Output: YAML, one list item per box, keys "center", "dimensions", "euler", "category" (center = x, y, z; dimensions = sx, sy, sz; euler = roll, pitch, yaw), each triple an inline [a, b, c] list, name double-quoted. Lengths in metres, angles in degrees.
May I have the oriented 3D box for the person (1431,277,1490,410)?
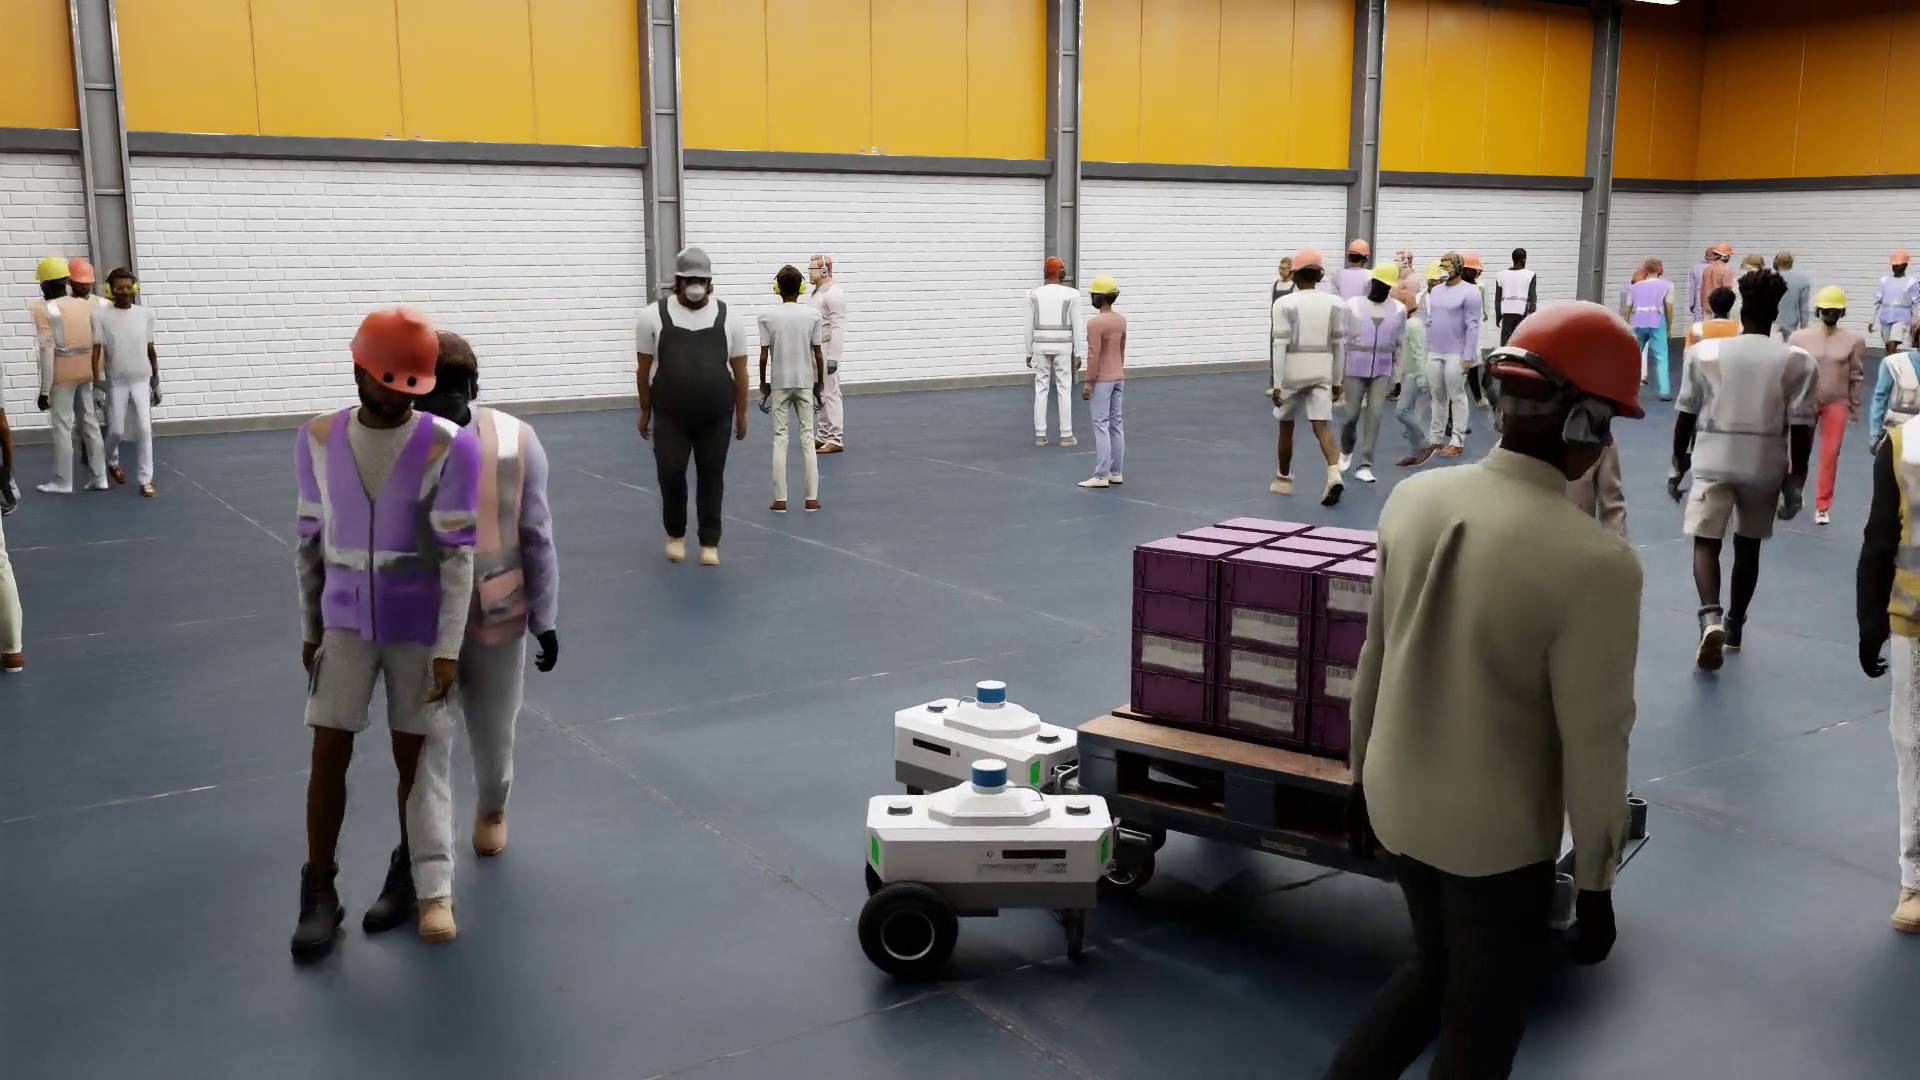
- center: [5.997, -2.358, 19.869]
  dimensions: [0.911, 1.643, 0.537]
  euler: [-7, 12, -34]
  category: "person"

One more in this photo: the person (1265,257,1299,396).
- center: [4.343, -2.825, 21.977]
  dimensions: [0.513, 1.823, 0.809]
  euler: [9, 14, 41]
  category: "person"

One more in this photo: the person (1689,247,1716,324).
- center: [12.787, -4.040, 28.398]
  dimensions: [0.639, 1.905, 0.407]
  euler: [9, 14, 42]
  category: "person"

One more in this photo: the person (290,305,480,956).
- center: [-1.675, 0.269, 4.834]
  dimensions: [0.578, 1.882, 0.649]
  euler: [0, 10, -1]
  category: "person"

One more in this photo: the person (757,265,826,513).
- center: [-1.273, -1.135, 12.575]
  dimensions: [0.520, 1.868, 0.326]
  euler: [-2, 10, -9]
  category: "person"

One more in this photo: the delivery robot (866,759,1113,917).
- center: [0.087, 0.884, 4.847]
  dimensions: [0.707, 0.478, 0.477]
  euler: [0, 10, 0]
  category: "delivery robot"

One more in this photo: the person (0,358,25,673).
- center: [-4.714, -0.269, 7.813]
  dimensions: [0.327, 1.874, 0.521]
  euler: [10, 14, 43]
  category: "person"

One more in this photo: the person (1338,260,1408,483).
- center: [3.501, -1.454, 14.279]
  dimensions: [0.604, 1.890, 0.637]
  euler: [0, 10, 1]
  category: "person"

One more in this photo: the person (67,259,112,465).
- center: [-7.817, -1.562, 14.891]
  dimensions: [0.539, 1.867, 1.067]
  euler: [-9, 14, -42]
  category: "person"

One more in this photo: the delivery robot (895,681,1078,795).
- center: [0.105, 0.727, 5.707]
  dimensions: [0.707, 0.478, 0.477]
  euler: [10, 14, 43]
  category: "delivery robot"

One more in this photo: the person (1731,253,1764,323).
- center: [9.079, -2.373, 19.311]
  dimensions: [0.713, 1.884, 0.712]
  euler: [-3, 11, -15]
  category: "person"

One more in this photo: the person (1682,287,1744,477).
- center: [6.361, -1.287, 13.977]
  dimensions: [0.545, 1.658, 0.858]
  euler: [5, 12, 27]
  category: "person"

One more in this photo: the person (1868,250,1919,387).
- center: [13.088, -3.096, 23.267]
  dimensions: [0.985, 1.900, 0.558]
  euler: [-9, 14, -40]
  category: "person"

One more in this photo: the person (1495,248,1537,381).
- center: [7.965, -3.218, 23.866]
  dimensions: [0.587, 1.914, 0.391]
  euler: [8, 13, 36]
  category: "person"

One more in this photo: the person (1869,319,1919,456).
- center: [6.135, -0.655, 10.700]
  dimensions: [0.519, 1.592, 0.872]
  euler: [5, 11, 26]
  category: "person"

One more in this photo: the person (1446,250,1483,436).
- center: [5.245, -2.052, 17.413]
  dimensions: [0.376, 1.932, 0.551]
  euler: [6, 12, 32]
  category: "person"

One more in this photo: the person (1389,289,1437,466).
- center: [4.034, -1.445, 14.969]
  dimensions: [0.403, 1.603, 0.524]
  euler: [0, 10, -2]
  category: "person"

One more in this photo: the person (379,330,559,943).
- center: [-1.594, 0.241, 5.234]
  dimensions: [0.639, 1.816, 0.872]
  euler: [-4, 11, -20]
  category: "person"

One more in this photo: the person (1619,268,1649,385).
- center: [9.549, -3.002, 23.447]
  dimensions: [0.505, 1.632, 0.264]
  euler: [5, 12, 27]
  category: "person"

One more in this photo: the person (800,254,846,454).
- center: [-1.334, -1.792, 16.062]
  dimensions: [0.409, 1.906, 0.651]
  euler: [-5, 11, -24]
  category: "person"

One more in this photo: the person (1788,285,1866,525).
- center: [6.380, -1.026, 12.330]
  dimensions: [0.533, 1.729, 0.847]
  euler: [5, 11, 24]
  category: "person"

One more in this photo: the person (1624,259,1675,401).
- center: [8.800, -2.679, 21.270]
  dimensions: [0.765, 1.793, 0.532]
  euler: [10, 14, 42]
  category: "person"

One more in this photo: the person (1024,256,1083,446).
- center: [0.932, -1.873, 16.574]
  dimensions: [0.581, 1.882, 0.339]
  euler: [3, 11, 16]
  category: "person"

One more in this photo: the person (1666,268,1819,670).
- center: [3.777, -0.342, 8.057]
  dimensions: [0.623, 1.940, 0.896]
  euler: [4, 11, 19]
  category: "person"

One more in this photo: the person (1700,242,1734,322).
- center: [11.679, -3.586, 25.656]
  dimensions: [0.395, 1.993, 0.614]
  euler: [-3, 11, -14]
  category: "person"

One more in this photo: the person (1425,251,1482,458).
- center: [4.626, -1.750, 15.744]
  dimensions: [0.371, 1.941, 0.627]
  euler: [-5, 12, -27]
  category: "person"

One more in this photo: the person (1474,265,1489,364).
- center: [8.388, -3.688, 27.192]
  dimensions: [0.521, 1.640, 0.307]
  euler: [9, 13, 40]
  category: "person"

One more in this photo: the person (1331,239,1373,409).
- center: [4.780, -2.599, 20.112]
  dimensions: [0.615, 2.042, 0.372]
  euler: [6, 12, 30]
  category: "person"

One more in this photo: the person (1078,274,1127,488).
- center: [1.190, -1.315, 13.839]
  dimensions: [0.314, 1.768, 0.526]
  euler: [7, 13, 36]
  category: "person"

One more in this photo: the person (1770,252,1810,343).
- center: [10.462, -2.728, 21.284]
  dimensions: [0.640, 1.874, 1.052]
  euler: [2, 10, 9]
  category: "person"

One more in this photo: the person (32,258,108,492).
- center: [-7.281, -1.320, 13.507]
  dimensions: [0.581, 1.913, 0.647]
  euler: [3, 11, 17]
  category: "person"

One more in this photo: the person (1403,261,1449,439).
- center: [4.867, -1.948, 17.130]
  dimensions: [0.587, 1.830, 0.403]
  euler: [9, 13, 40]
  category: "person"

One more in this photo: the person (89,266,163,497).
- center: [-6.751, -1.280, 13.442]
  dimensions: [0.537, 1.848, 0.739]
  euler: [-9, 13, -39]
  category: "person"

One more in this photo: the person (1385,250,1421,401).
- center: [5.612, -2.728, 21.191]
  dimensions: [0.406, 1.911, 0.639]
  euler: [0, 10, 1]
  category: "person"

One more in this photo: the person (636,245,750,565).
- center: [-1.665, -0.839, 10.474]
  dimensions: [0.711, 2.000, 0.535]
  euler: [-2, 11, -13]
  category: "person"

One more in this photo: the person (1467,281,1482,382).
- center: [7.138, -3.053, 23.582]
  dimensions: [0.472, 1.678, 0.923]
  euler: [5, 11, 25]
  category: "person"

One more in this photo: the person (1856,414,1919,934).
- center: [3.010, 0.273, 4.944]
  dimensions: [0.648, 1.832, 0.461]
  euler: [7, 13, 35]
  category: "person"

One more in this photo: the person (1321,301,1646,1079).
- center: [0.980, 0.535, 3.157]
  dimensions: [0.554, 1.959, 0.646]
  euler: [-5, 11, -24]
  category: "person"

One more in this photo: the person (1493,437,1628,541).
- center: [2.370, 0.086, 6.639]
  dimensions: [0.508, 1.590, 0.825]
  euler: [0, 10, -2]
  category: "person"

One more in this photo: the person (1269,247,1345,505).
- center: [2.744, -1.284, 13.025]
  dimensions: [0.621, 2.012, 0.983]
  euler: [-2, 11, -13]
  category: "person"
